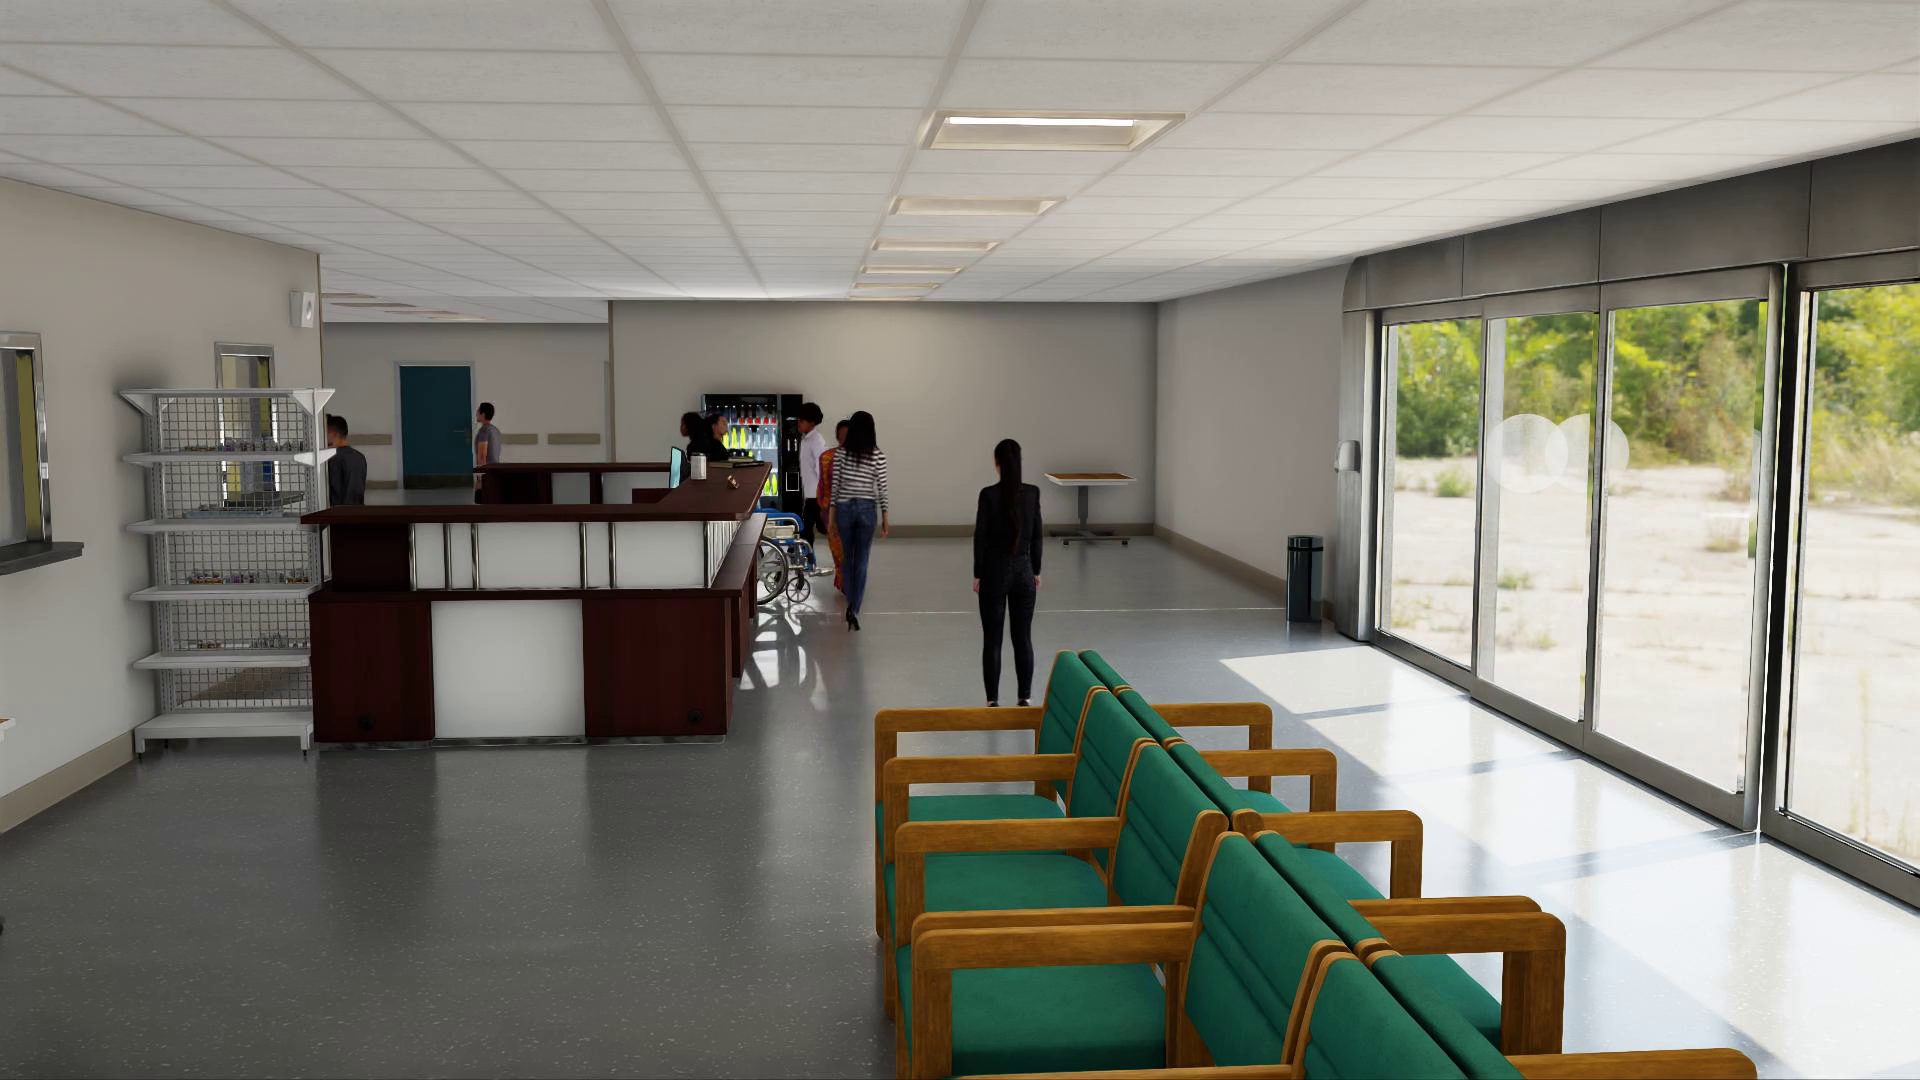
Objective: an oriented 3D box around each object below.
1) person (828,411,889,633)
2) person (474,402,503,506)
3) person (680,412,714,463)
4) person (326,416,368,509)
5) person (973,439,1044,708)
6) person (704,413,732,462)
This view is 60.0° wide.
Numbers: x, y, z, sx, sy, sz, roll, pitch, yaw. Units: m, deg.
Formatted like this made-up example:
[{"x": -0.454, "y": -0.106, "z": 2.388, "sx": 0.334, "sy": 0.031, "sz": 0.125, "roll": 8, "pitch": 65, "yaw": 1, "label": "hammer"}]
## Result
[{"x": -0.846, "y": -0.129, "z": 13.344, "sx": 0.646, "sy": 1.769, "sz": 0.749, "roll": 0, "pitch": 6, "yaw": 3, "label": "person"}, {"x": -5.447, "y": -0.729, "z": 19.461, "sx": 0.945, "sy": 1.738, "sz": 0.665, "roll": 0, "pitch": 6, "yaw": 1, "label": "person"}, {"x": -2.403, "y": -0.346, "z": 15.973, "sx": 1.231, "sy": 1.674, "sz": 0.794, "roll": 1, "pitch": 6, "yaw": 7, "label": "person"}, {"x": -4.752, "y": -0.086, "z": 13.071, "sx": 0.897, "sy": 1.737, "sz": 0.799, "roll": 2, "pitch": 6, "yaw": 22, "label": "person"}, {"x": 0.289, "y": 0.251, "z": 9.844, "sx": 0.488, "sy": 1.713, "sz": 0.671, "roll": -2, "pitch": 6, "yaw": -16, "label": "person"}, {"x": -2.402, "y": -0.397, "z": 16.360, "sx": 0.528, "sy": 1.697, "sz": 0.600, "roll": -1, "pitch": 6, "yaw": -9, "label": "person"}]
